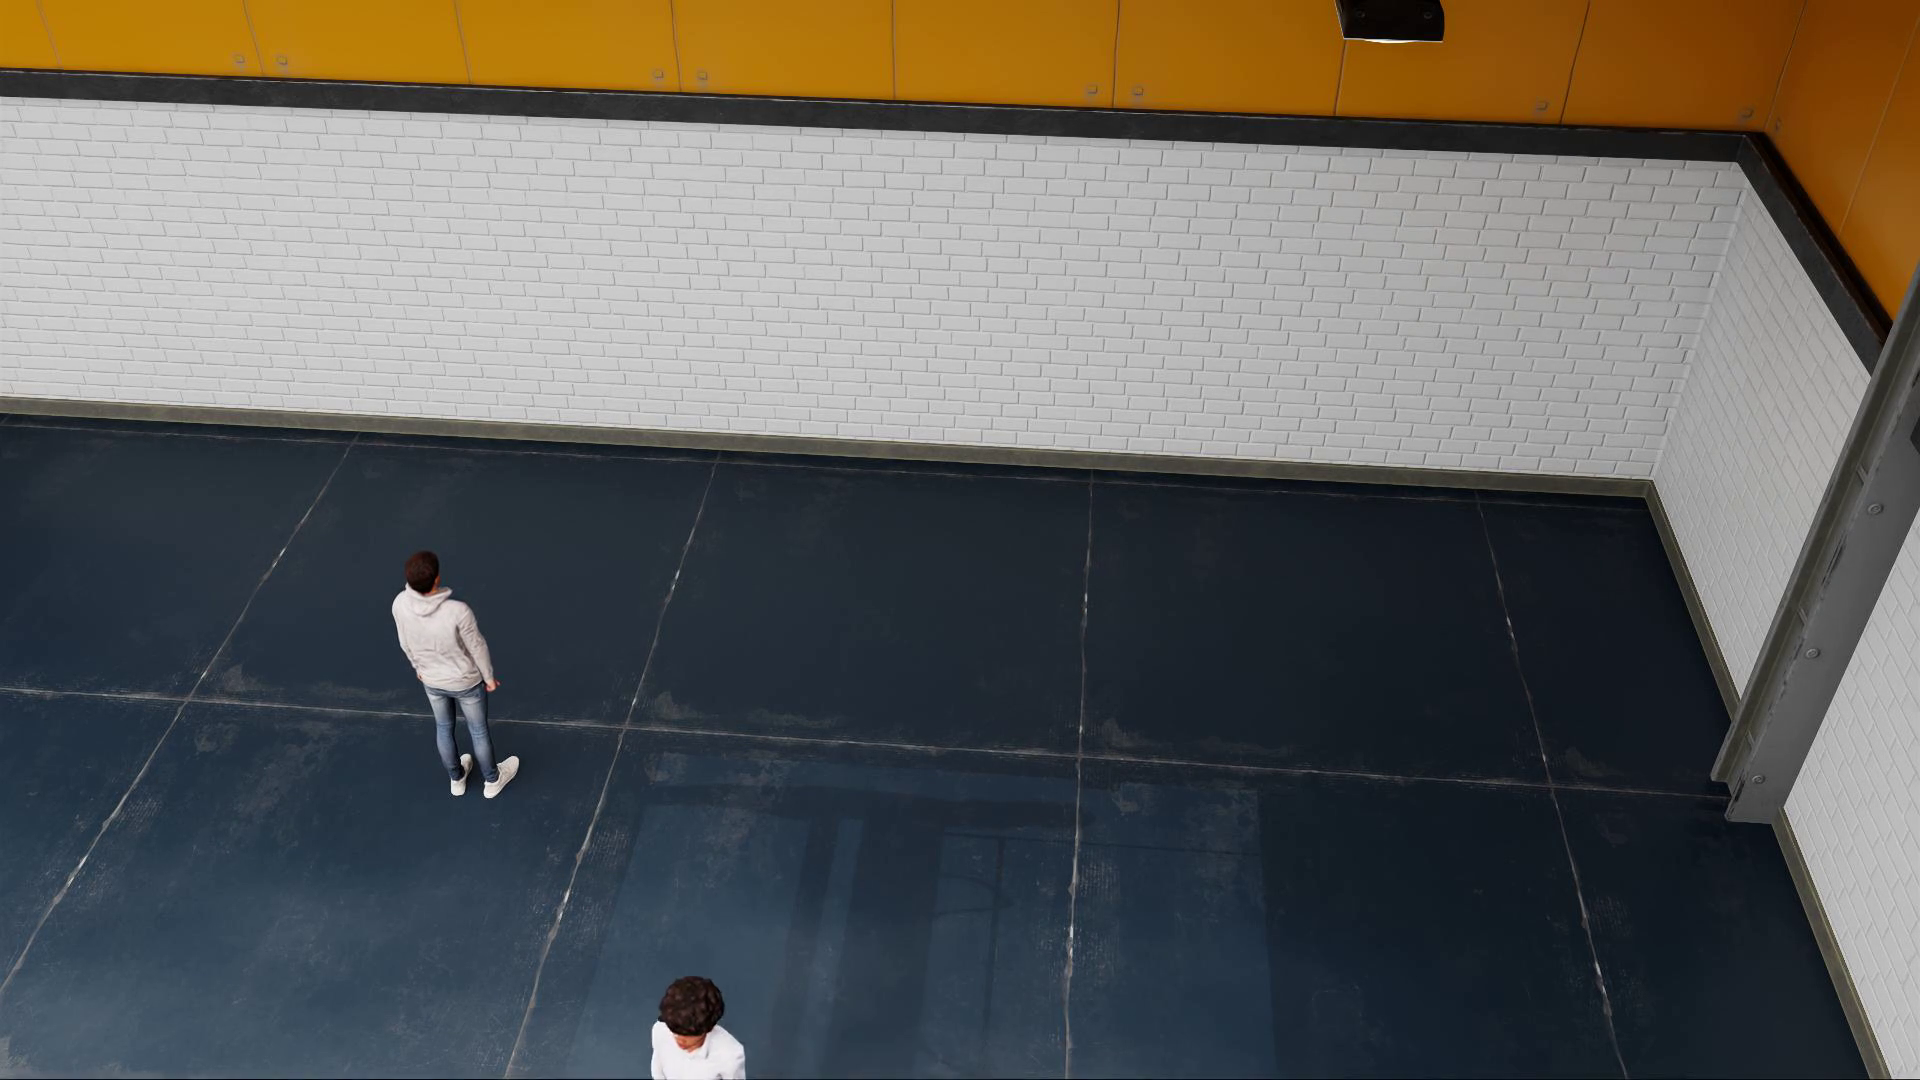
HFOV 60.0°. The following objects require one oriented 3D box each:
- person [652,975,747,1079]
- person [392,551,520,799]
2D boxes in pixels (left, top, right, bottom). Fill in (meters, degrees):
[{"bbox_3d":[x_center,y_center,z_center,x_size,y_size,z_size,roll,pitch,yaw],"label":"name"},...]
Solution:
[{"bbox_3d":[-1.177,2.614,7.833,0.896,1.786,1.121,18,42,21],"label":"person"},{"bbox_3d":[-3.080,0.820,10.026,0.665,1.853,0.562,5,39,6],"label":"person"}]
